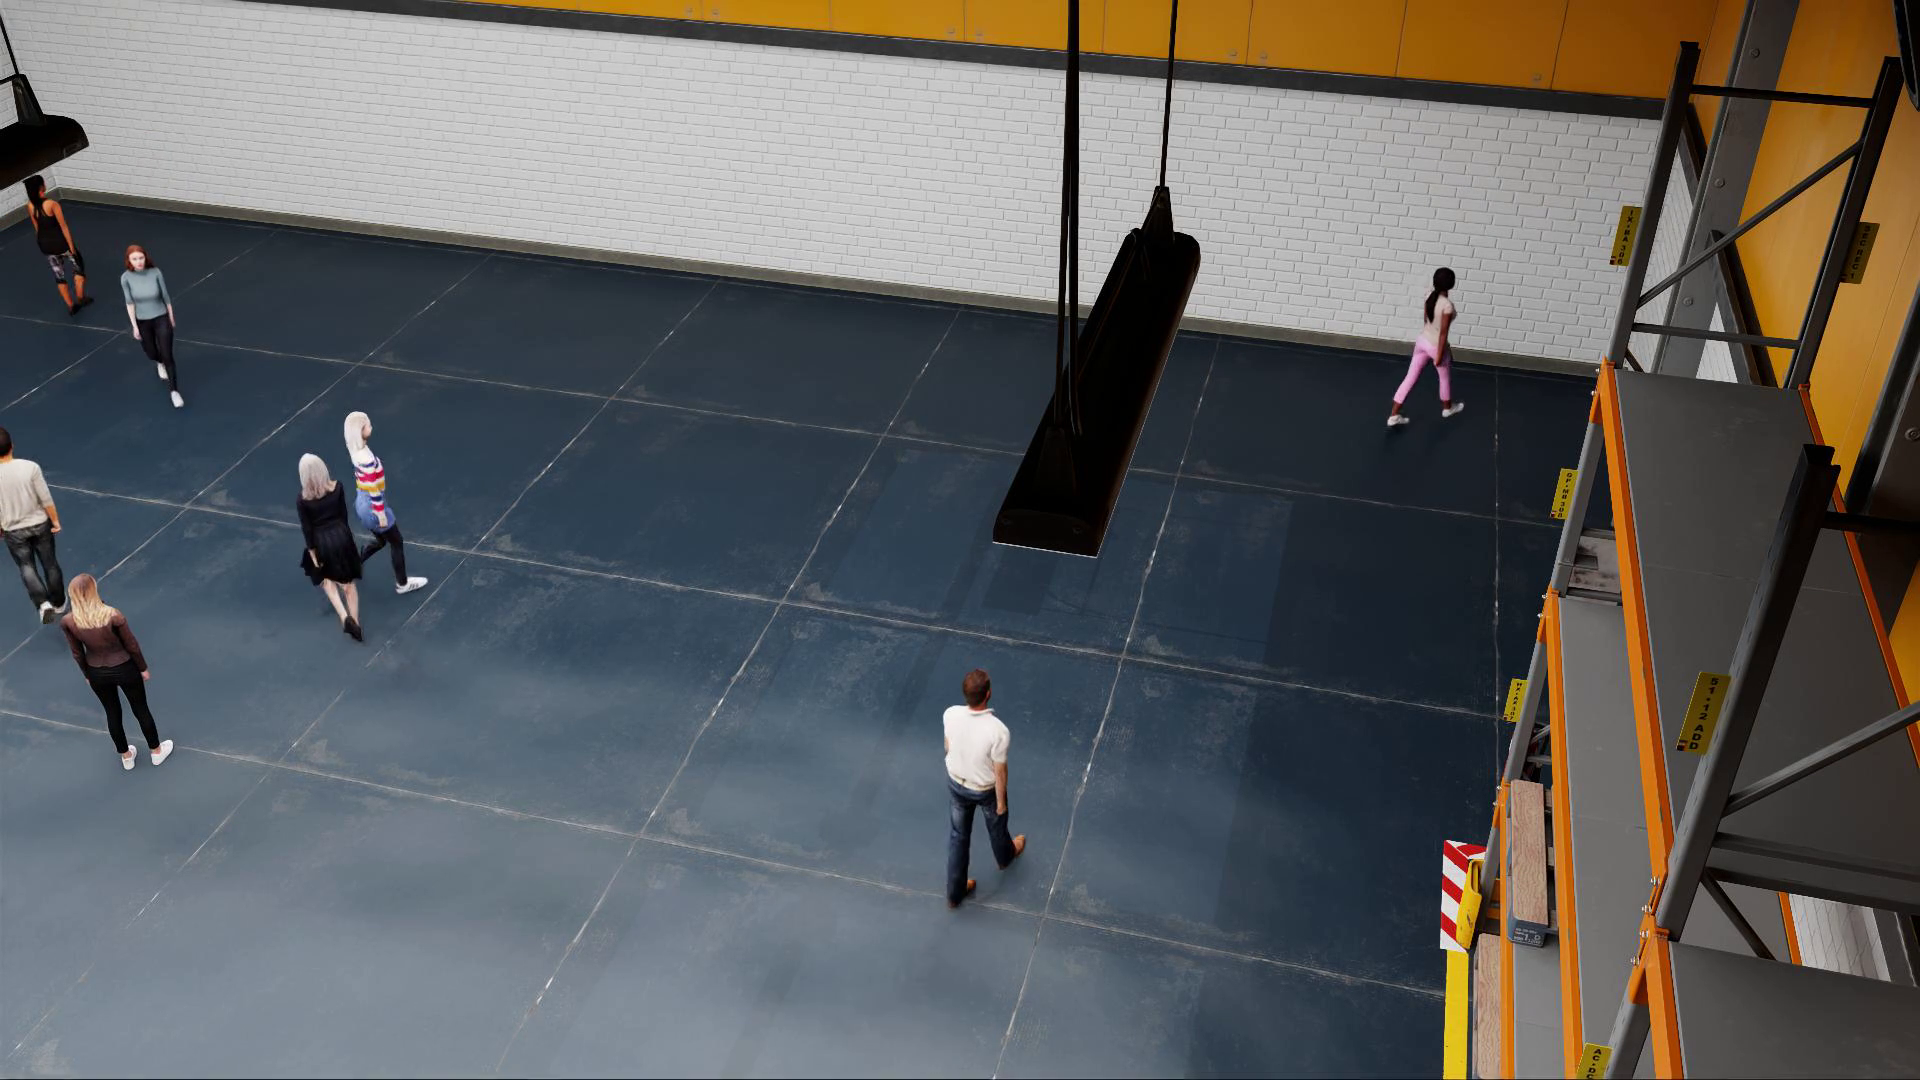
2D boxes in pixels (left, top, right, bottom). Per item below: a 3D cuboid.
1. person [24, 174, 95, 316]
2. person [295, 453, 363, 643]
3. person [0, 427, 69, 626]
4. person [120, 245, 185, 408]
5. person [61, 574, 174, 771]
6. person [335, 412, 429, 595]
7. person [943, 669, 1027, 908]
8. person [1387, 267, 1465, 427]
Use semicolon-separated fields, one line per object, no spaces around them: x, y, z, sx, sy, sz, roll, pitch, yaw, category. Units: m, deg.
-10.229;-3.307;18.734;0.644;1.653;0.630;4;34;6;person
-5.059;0.104;13.528;0.755;1.735;0.809;-26;41;-33;person
-7.717;-0.077;13.745;0.944;1.798;1.014;-15;37;-22;person
-8.287;-2.237;17.062;0.953;1.722;1.057;-15;36;-21;person
-6.237;0.974;12.246;0.674;1.705;0.651;-6;34;-8;person
-5.025;-0.252;14.014;1.088;1.790;1.014;-19;38;-26;person
0.043;1.689;11.066;0.891;1.821;1.135;20;39;28;person
4.616;-1.872;16.541;1.134;1.692;1.129;-14;36;-20;person
